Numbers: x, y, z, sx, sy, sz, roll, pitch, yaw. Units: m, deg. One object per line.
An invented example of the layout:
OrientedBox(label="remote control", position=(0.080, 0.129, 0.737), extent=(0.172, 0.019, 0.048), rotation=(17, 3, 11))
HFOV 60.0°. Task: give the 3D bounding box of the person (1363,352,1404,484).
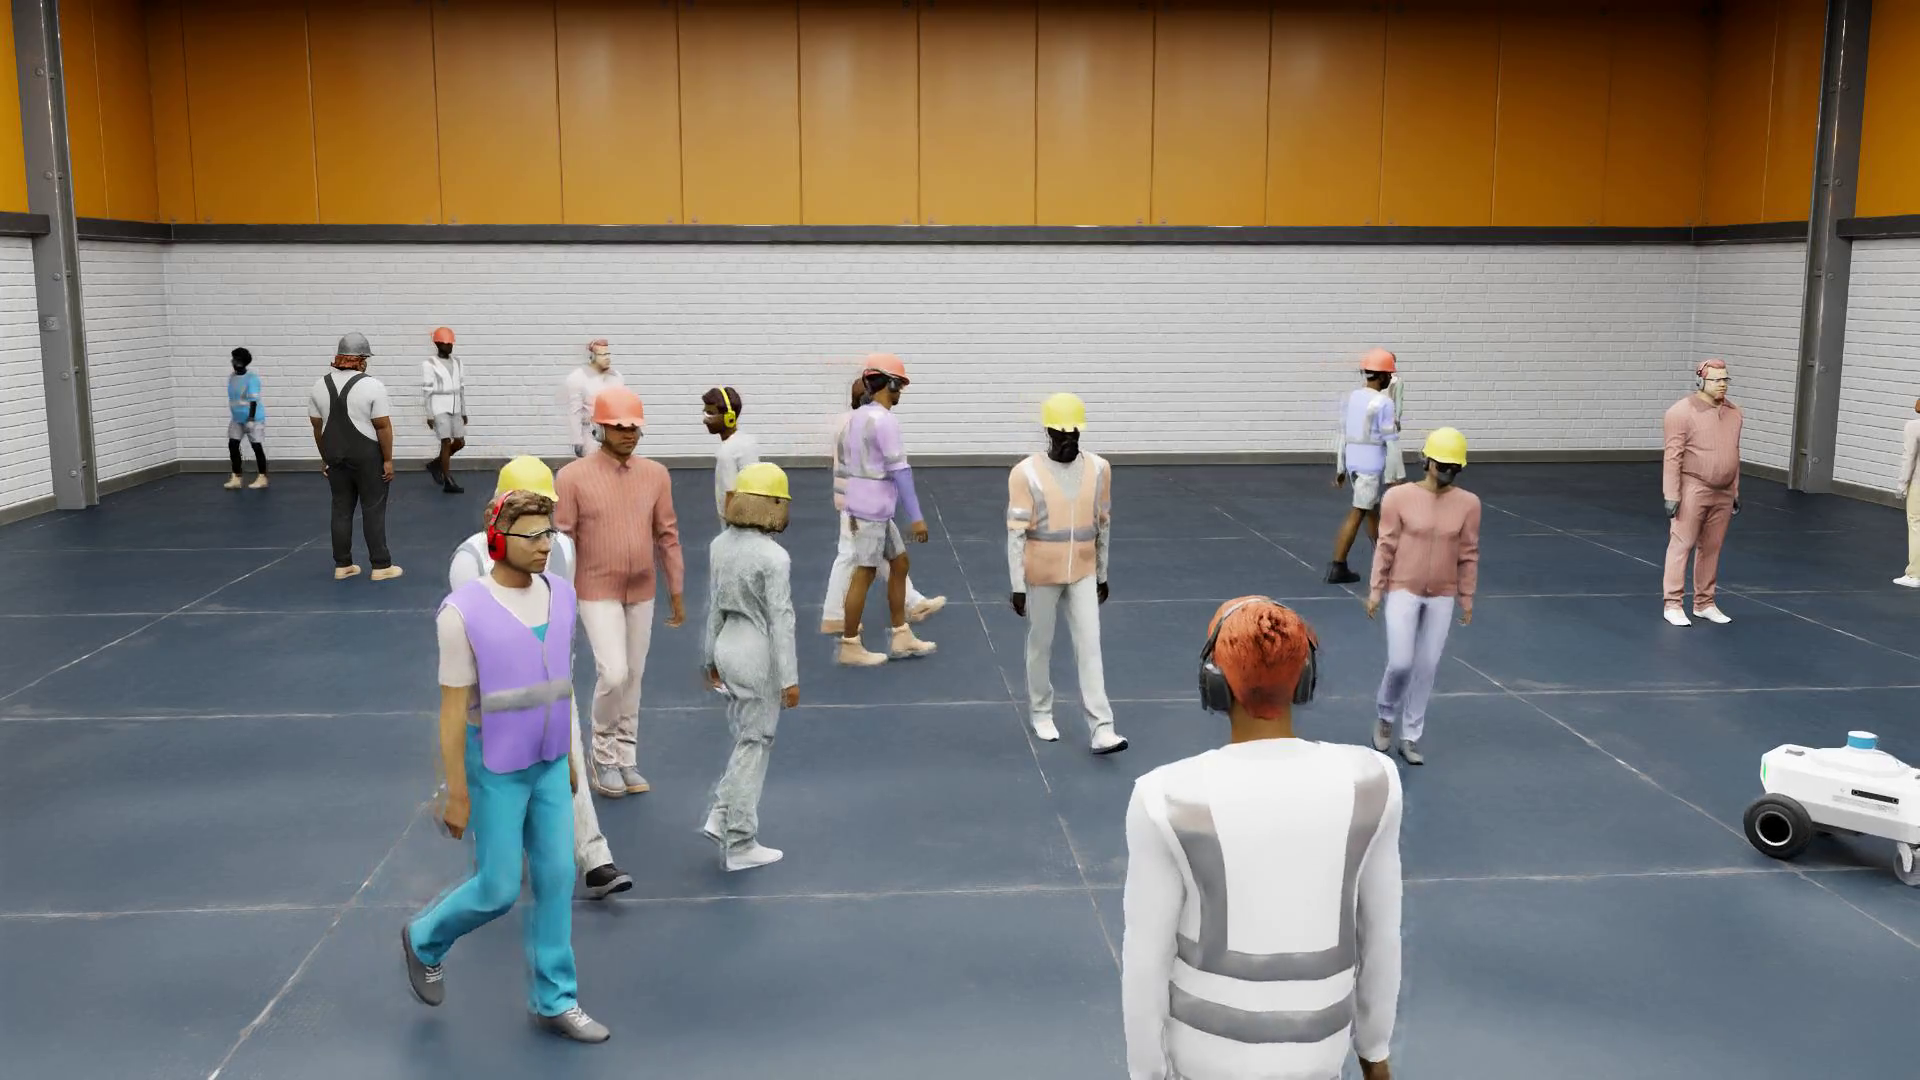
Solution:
OrientedBox(label="person", position=(4.971, -1.431, 19.683), extent=(0.523, 1.611, 0.761), rotation=(6, 11, 34))

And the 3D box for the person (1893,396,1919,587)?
OrientedBox(label="person", position=(7.769, -0.432, 13.343), extent=(0.507, 1.631, 0.266), rotation=(-1, 9, -4))

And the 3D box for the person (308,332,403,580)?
OrientedBox(label="person", position=(-4.945, -0.694, 13.715), extent=(0.688, 2.000, 0.535), rotation=(2, 9, 14))

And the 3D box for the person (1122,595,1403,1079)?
OrientedBox(label="person", position=(0.613, 1.042, 3.355), extent=(0.591, 1.870, 0.625), rotation=(-1, 9, -7))

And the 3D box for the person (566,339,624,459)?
OrientedBox(label="person", position=(-3.463, -0.983, 16.014), extent=(0.660, 1.895, 0.420), rotation=(-9, 12, -43))

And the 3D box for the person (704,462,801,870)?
OrientedBox(label="person", position=(-0.863, 0.533, 6.990), extent=(0.405, 1.715, 0.523), rotation=(-8, 12, -42))

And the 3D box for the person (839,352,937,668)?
OrientedBox(label="person", position=(-0.423, -0.180, 10.595), extent=(0.828, 1.999, 0.655), rotation=(-2, 9, -12))

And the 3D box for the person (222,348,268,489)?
OrientedBox(label="person", position=(-8.313, -1.402, 19.310), extent=(0.551, 1.665, 0.612), rotation=(5, 10, 27))

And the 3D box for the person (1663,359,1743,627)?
OrientedBox(label="person", position=(5.329, -0.336, 11.887), extent=(0.655, 1.906, 0.407), rotation=(-3, 10, -19))

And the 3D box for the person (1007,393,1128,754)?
OrientedBox(label="person", position=(0.557, 0.187, 8.656), extent=(0.620, 1.881, 0.935), rotation=(-3, 9, -17))

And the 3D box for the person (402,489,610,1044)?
OrientedBox(label="person", position=(-1.498, 0.731, 5.433), extent=(0.690, 1.829, 0.577), rotation=(5, 10, 28))

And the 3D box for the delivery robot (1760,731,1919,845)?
OrientedBox(label="delivery robot", position=(3.817, 1.058, 7.074), extent=(0.477, 0.478, 0.707), rotation=(-9, 13, -43))

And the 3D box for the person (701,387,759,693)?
OrientedBox(label="person", position=(-1.322, -0.003, 9.992), extent=(0.400, 1.847, 0.595), rotation=(1, 9, 7))

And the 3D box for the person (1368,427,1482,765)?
OrientedBox(label="person", position=(2.368, 0.288, 8.463), extent=(0.547, 1.738, 0.386), rotation=(0, 9, -3))

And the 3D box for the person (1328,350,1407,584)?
OrientedBox(label="person", position=(3.406, -0.593, 13.541), extent=(0.960, 1.889, 0.568), rotation=(-3, 10, -20))

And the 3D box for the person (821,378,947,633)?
OrientedBox(label="person", position=(-0.549, -0.236, 11.616), extent=(0.931, 1.792, 0.649), rotation=(-1, 9, -3))

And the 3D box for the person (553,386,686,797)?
OrientedBox(label="person", position=(-1.602, 0.256, 7.933), extent=(0.643, 1.976, 0.483), rotation=(-8, 12, -41))

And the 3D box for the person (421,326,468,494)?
OrientedBox(label="person", position=(-5.958, -1.500, 19.128), extent=(0.592, 1.924, 0.552), rotation=(5, 11, 31))

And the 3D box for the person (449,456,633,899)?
OrientedBox(label="person", position=(-1.711, 0.558, 6.642), extent=(0.934, 1.781, 0.590), rotation=(9, 13, 44))
